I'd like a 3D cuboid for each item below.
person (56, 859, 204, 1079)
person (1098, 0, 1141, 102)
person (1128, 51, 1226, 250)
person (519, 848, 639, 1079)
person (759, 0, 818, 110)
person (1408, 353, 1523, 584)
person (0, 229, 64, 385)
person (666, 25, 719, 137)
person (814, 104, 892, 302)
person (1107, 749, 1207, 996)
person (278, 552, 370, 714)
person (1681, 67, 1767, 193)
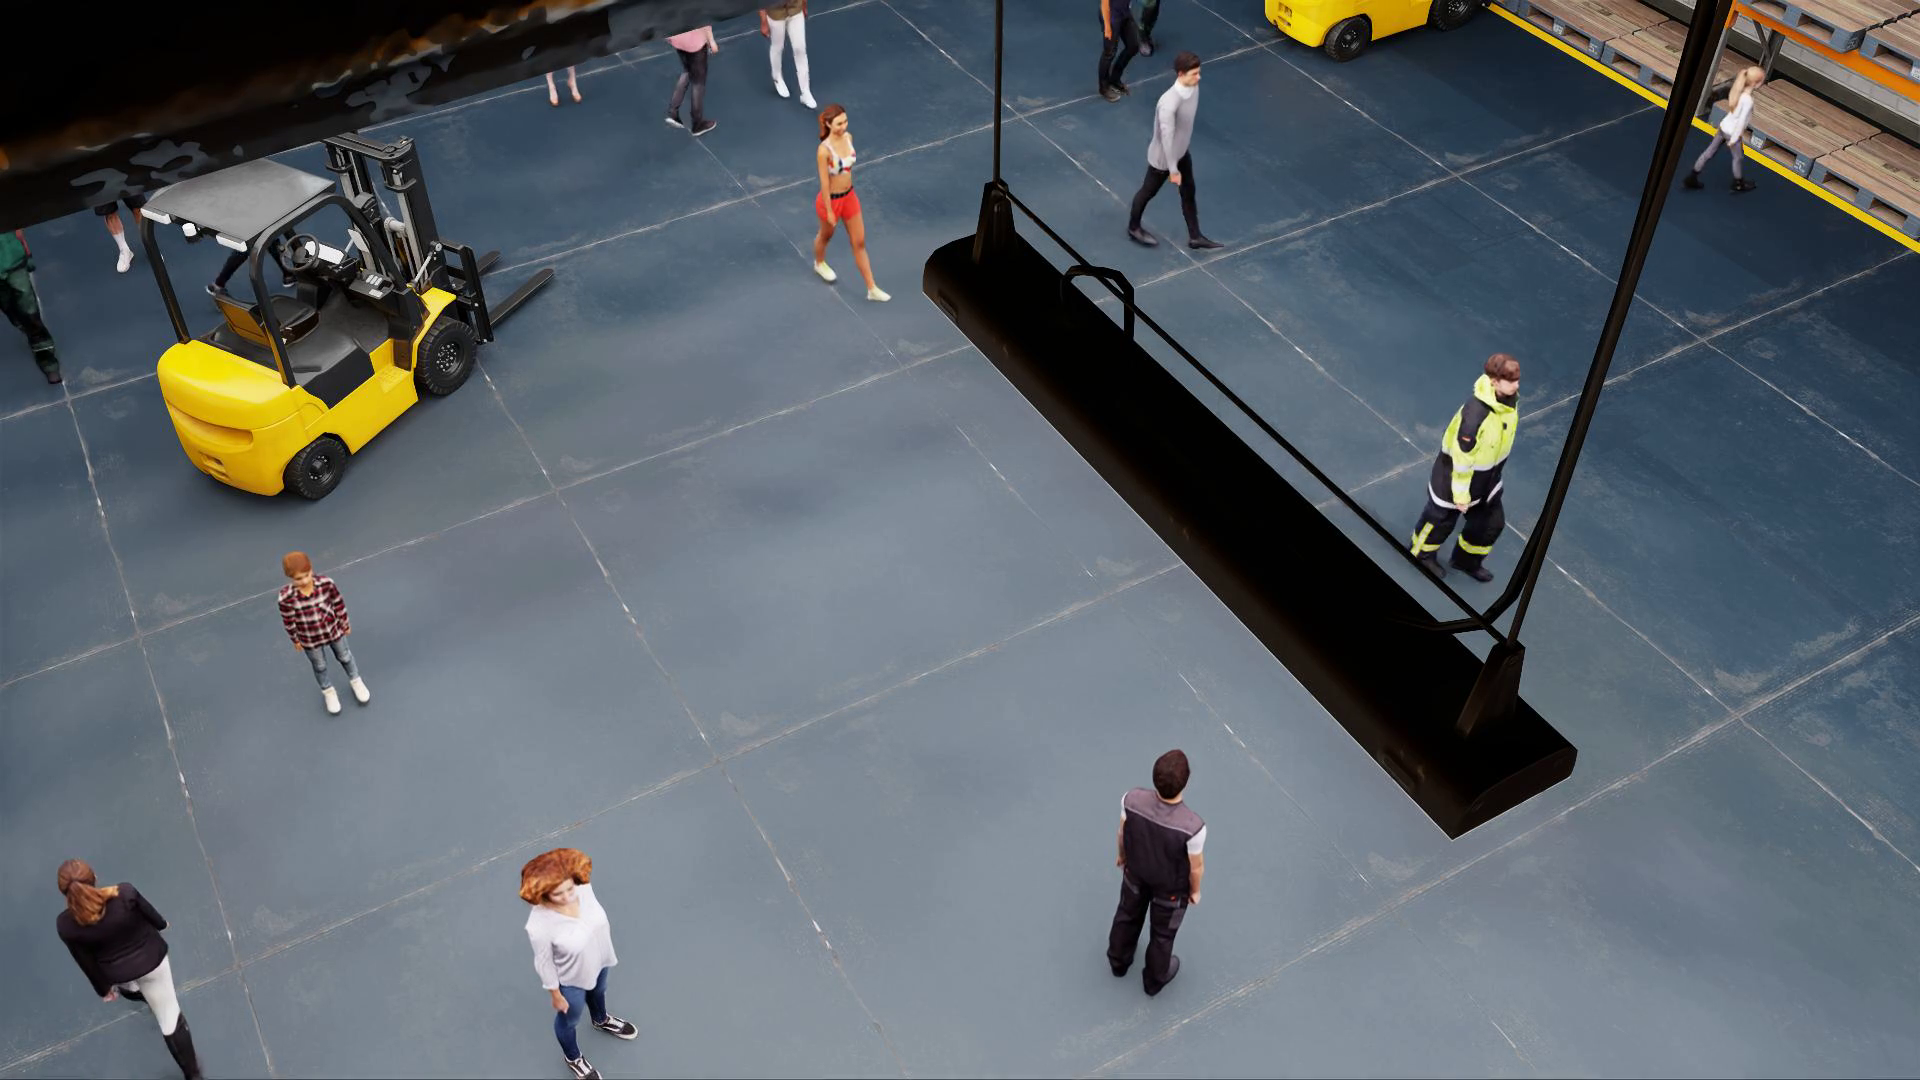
[{"bbox_3d":[-4.210,2.260,8.539,0.545,1.688,1.084,-21,48,-21],"label":"person"},{"bbox_3d":[1.455,-5.144,16.250,0.709,1.773,0.737,30,51,28],"label":"person"},{"bbox_3d":[1.721,-3.340,14.282,1.266,1.875,1.042,26,49,24],"label":"person"},{"bbox_3d":[-2.005,2.169,8.615,0.760,1.714,0.738,21,48,21],"label":"person"},{"bbox_3d":[-1.761,-5.200,16.288,0.798,1.800,0.986,-19,47,-19],"label":"person"},{"bbox_3d":[3.378,-0.524,11.263,0.878,1.962,0.908,-33,52,-29],"label":"person"},{"bbox_3d":[-7.573,-2.142,13.094,0.732,1.779,1.202,-24,49,-23],"label":"person"},{"bbox_3d":[-2.613,-4.667,15.626,0.820,1.942,0.855,28,50,26],"label":"person"},{"bbox_3d":[-1.086,-2.829,13.841,1.209,1.742,0.836,32,52,29],"label":"person"},{"bbox_3d":[1.053,1.792,8.918,0.690,1.843,0.811,25,49,24],"label":"person"},{"bbox_3d":[-4.085,0.559,10.602,0.523,1.305,0.489,-21,47,-21],"label":"person"},{"bbox_3d":[6.952,-3.713,15.130,0.833,1.245,0.898,0,44,-1],"label":"person"}]
